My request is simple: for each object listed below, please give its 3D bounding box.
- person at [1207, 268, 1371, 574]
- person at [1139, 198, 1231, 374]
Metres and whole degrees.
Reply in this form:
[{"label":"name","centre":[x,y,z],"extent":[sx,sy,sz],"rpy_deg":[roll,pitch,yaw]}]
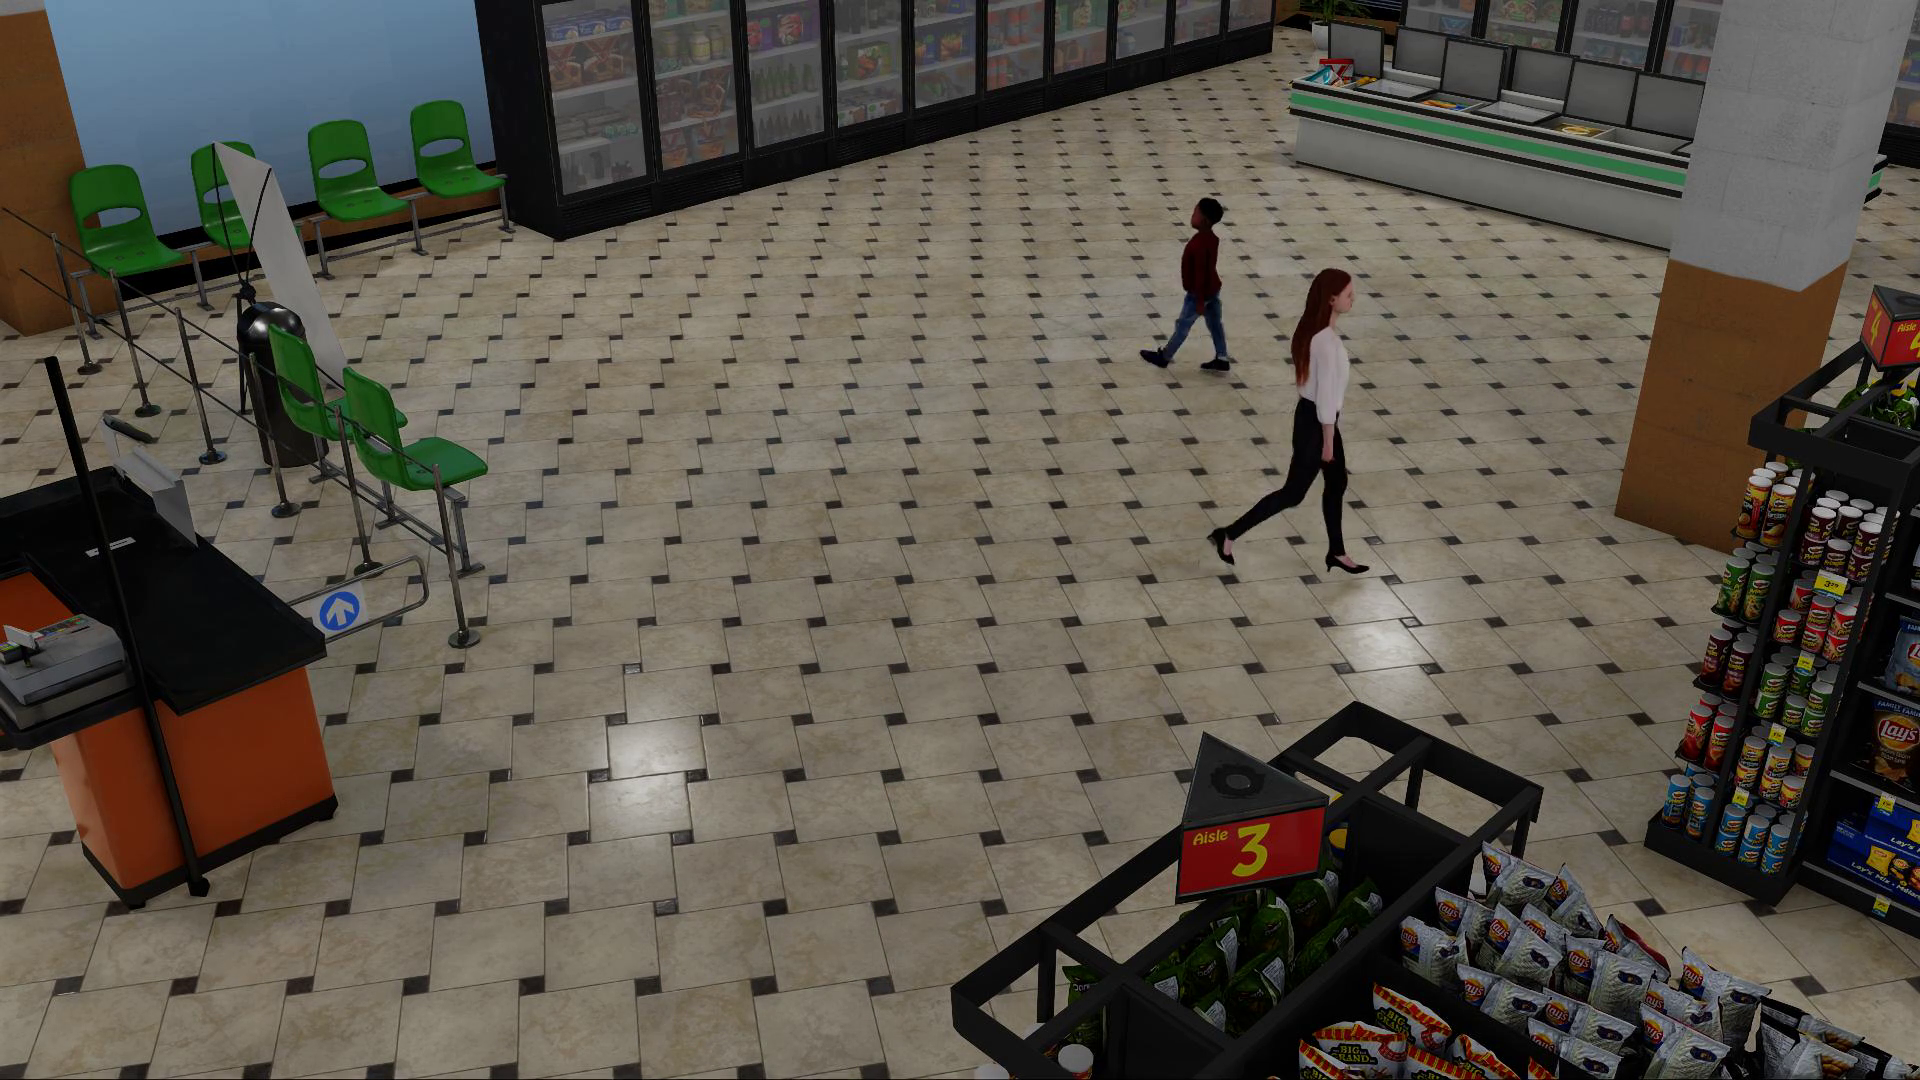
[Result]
[{"label":"person","centre":[1.757,-0.553,8.651],"extent":[1.168,1.729,1.090],"rpy_deg":[1,29,2]},{"label":"person","centre":[1.697,-1.681,11.238],"extent":[0.893,1.229,0.672],"rpy_deg":[12,31,22]}]
